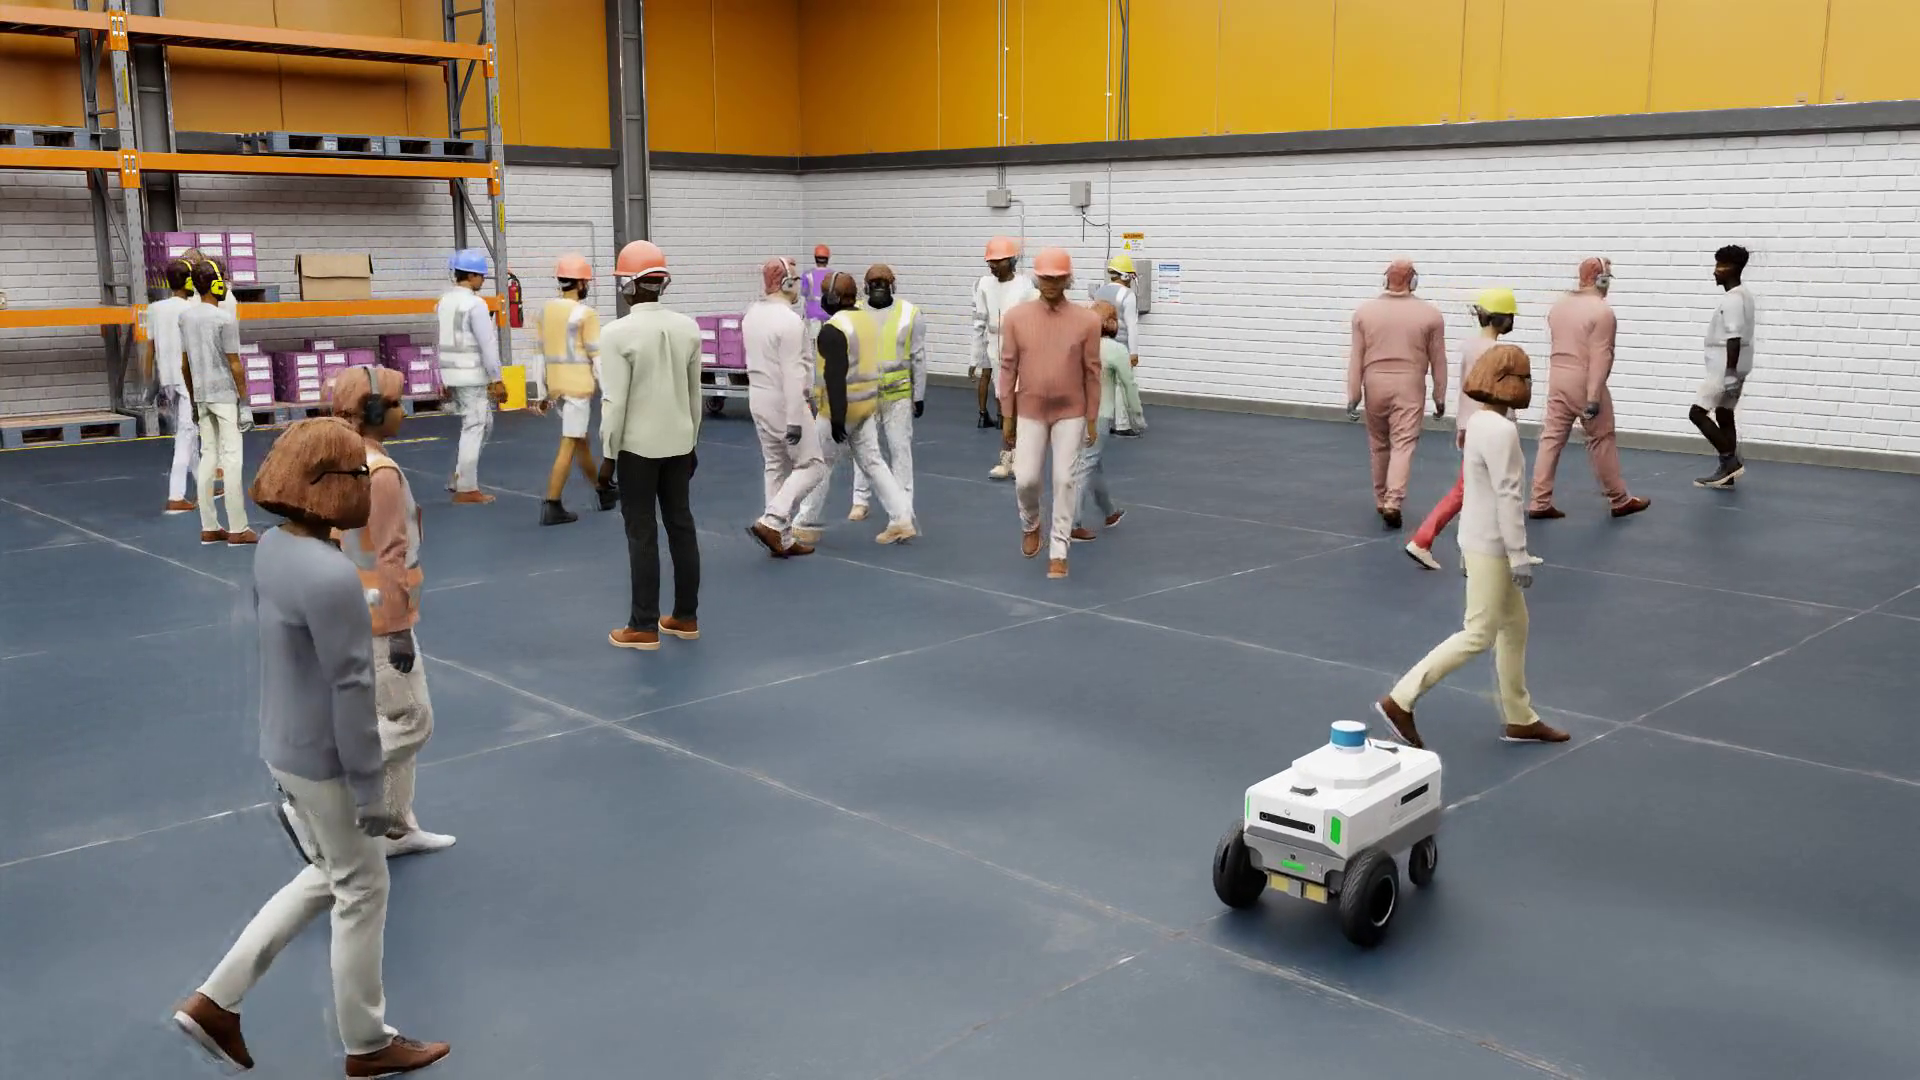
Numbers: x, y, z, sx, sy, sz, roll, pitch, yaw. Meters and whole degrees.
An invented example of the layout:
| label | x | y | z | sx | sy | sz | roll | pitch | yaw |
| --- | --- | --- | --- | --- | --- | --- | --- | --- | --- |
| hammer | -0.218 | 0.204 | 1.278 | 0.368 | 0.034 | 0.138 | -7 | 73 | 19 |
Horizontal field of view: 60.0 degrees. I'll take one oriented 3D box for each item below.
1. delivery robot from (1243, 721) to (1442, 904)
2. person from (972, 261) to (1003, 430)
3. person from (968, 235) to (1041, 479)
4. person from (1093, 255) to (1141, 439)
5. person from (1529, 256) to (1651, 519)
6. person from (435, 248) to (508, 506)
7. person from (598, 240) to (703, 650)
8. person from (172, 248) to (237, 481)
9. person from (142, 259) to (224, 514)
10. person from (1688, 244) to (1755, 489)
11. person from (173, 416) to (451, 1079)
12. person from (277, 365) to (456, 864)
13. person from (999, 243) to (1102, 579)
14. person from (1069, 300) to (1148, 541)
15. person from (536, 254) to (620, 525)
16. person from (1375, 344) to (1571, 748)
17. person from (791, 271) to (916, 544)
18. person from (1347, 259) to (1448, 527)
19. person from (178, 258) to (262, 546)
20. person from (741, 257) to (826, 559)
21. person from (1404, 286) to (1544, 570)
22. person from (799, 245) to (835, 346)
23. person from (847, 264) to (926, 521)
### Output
| label | x | y | z | sx | sy | sz | roll | pitch | yaw |
| --- | --- | --- | --- | --- | --- | --- | --- | --- | --- |
| delivery robot | 1.166 | 0.791 | 5.031 | 0.477 | 0.478 | 0.707 | 9 | 14 | 40 |
| person | 0.393 | -2.123 | 17.408 | 0.551 | 1.933 | 0.365 | 9 | 14 | 40 |
| person | 0.327 | -1.506 | 13.820 | 0.640 | 2.009 | 0.831 | 8 | 13 | 37 |
| person | 1.588 | -1.931 | 16.652 | 0.403 | 1.827 | 0.601 | -7 | 13 | -35 |
| person | 4.507 | -1.073 | 11.861 | 0.954 | 1.860 | 0.658 | -4 | 11 | -20 |
| person | -3.653 | -1.207 | 12.457 | 0.453 | 1.925 | 0.612 | -9 | 13 | -39 |
| person | -1.522 | -0.458 | 8.169 | 0.377 | 1.995 | 0.608 | 8 | 13 | 38 |
| person | -6.195 | -1.436 | 13.718 | 0.629 | 1.925 | 0.477 | 3 | 11 | 18 |
| person | -5.675 | -1.144 | 12.327 | 0.555 | 1.833 | 0.861 | 3 | 11 | 14 |
| person | 6.073 | -1.370 | 13.249 | 0.424 | 1.947 | 0.613 | 8 | 13 | 36 |
| person | -1.519 | 0.522 | 3.858 | 0.515 | 1.619 | 0.510 | -8 | 13 | -37 |
| person | -1.893 | 0.264 | 5.234 | 0.478 | 1.623 | 0.525 | -7 | 12 | -32 |
| person | 0.541 | -0.772 | 9.945 | 0.613 | 1.979 | 0.544 | 1 | 10 | 5 |
| person | 0.954 | -0.809 | 11.165 | 0.528 | 1.579 | 0.852 | 9 | 14 | 42 |
| person | -2.692 | -1.079 | 11.862 | 0.560 | 1.879 | 0.962 | 8 | 13 | 36 |
| person | 2.048 | 0.035 | 6.523 | 0.743 | 1.608 | 0.511 | 2 | 11 | 11 |
| person | -0.725 | -0.852 | 10.876 | 0.964 | 1.798 | 0.647 | 4 | 11 | 22 |
| person | 3.077 | -1.041 | 11.725 | 0.664 | 1.864 | 0.994 | 4 | 11 | 22 |
| person | -4.829 | -0.890 | 10.864 | 0.513 | 1.872 | 0.328 | 4 | 11 | 22 |
| person | -1.093 | -0.804 | 10.345 | 0.447 | 1.890 | 0.646 | -7 | 13 | -35 |
| person | 3.130 | -0.666 | 10.039 | 0.894 | 1.726 | 0.538 | -1 | 10 | -4 |
| person | -1.911 | -3.078 | 22.756 | 0.568 | 1.885 | 0.982 | -2 | 11 | -11 |
| person | -0.555 | -1.032 | 11.776 | 0.637 | 1.830 | 0.430 | 2 | 10 | 8 |
